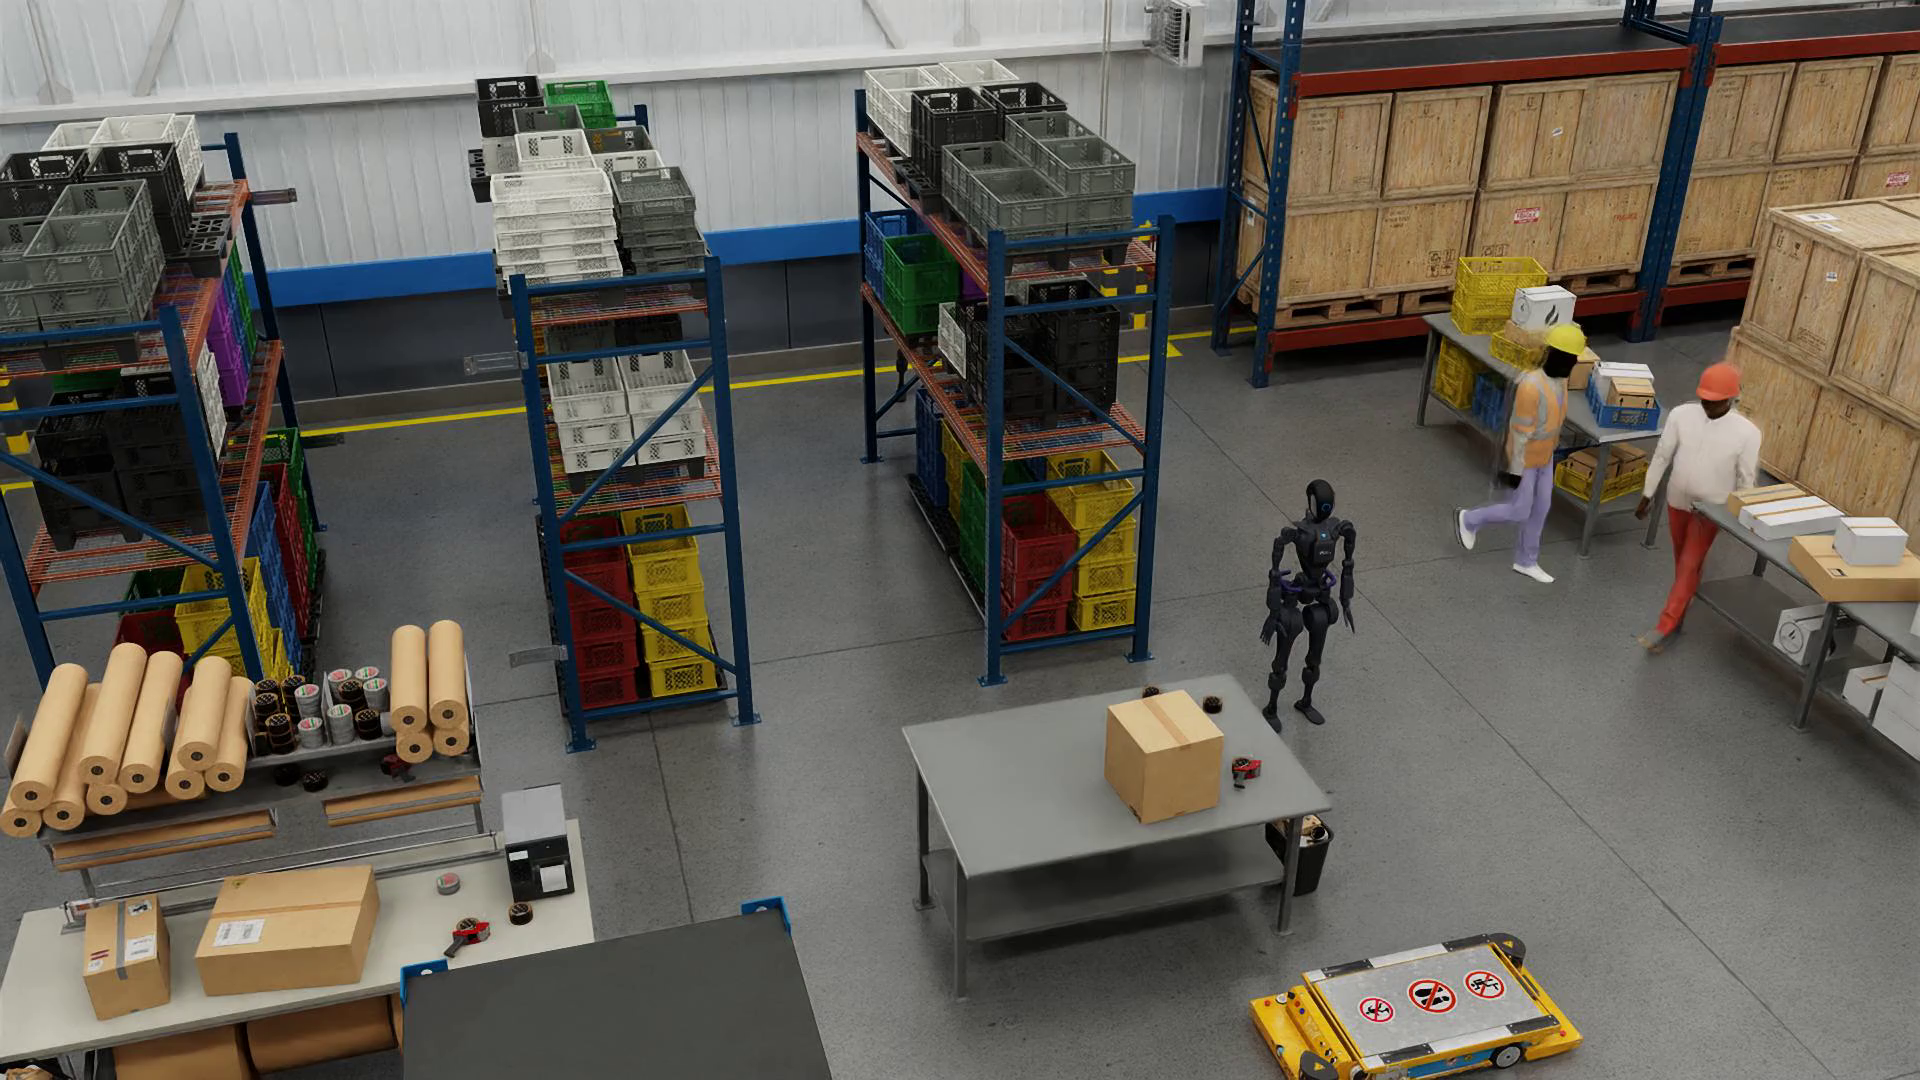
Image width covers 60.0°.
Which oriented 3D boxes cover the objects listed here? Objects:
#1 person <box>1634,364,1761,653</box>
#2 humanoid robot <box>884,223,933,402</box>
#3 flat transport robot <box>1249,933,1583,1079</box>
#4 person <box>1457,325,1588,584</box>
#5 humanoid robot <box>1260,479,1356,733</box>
[{"bbox_3d":[4.793,-0.252,10.895,1.061,1.928,0.618,-25,37,-37],"label":"person"},{"bbox_3d":[-0.375,-2.001,14.325,0.589,1.657,0.327,-8,30,-14],"label":"humanoid robot"},{"bbox_3d":[2.184,2.282,7.980,1.431,0.197,0.652,-8,30,-14],"label":"flat transport robot"},{"bbox_3d":[3.948,-0.628,11.628,0.592,1.889,0.692,-24,37,-37],"label":"person"},{"bbox_3d":[2.086,0.397,9.963,0.589,1.657,0.327,-8,30,-14],"label":"humanoid robot"}]
